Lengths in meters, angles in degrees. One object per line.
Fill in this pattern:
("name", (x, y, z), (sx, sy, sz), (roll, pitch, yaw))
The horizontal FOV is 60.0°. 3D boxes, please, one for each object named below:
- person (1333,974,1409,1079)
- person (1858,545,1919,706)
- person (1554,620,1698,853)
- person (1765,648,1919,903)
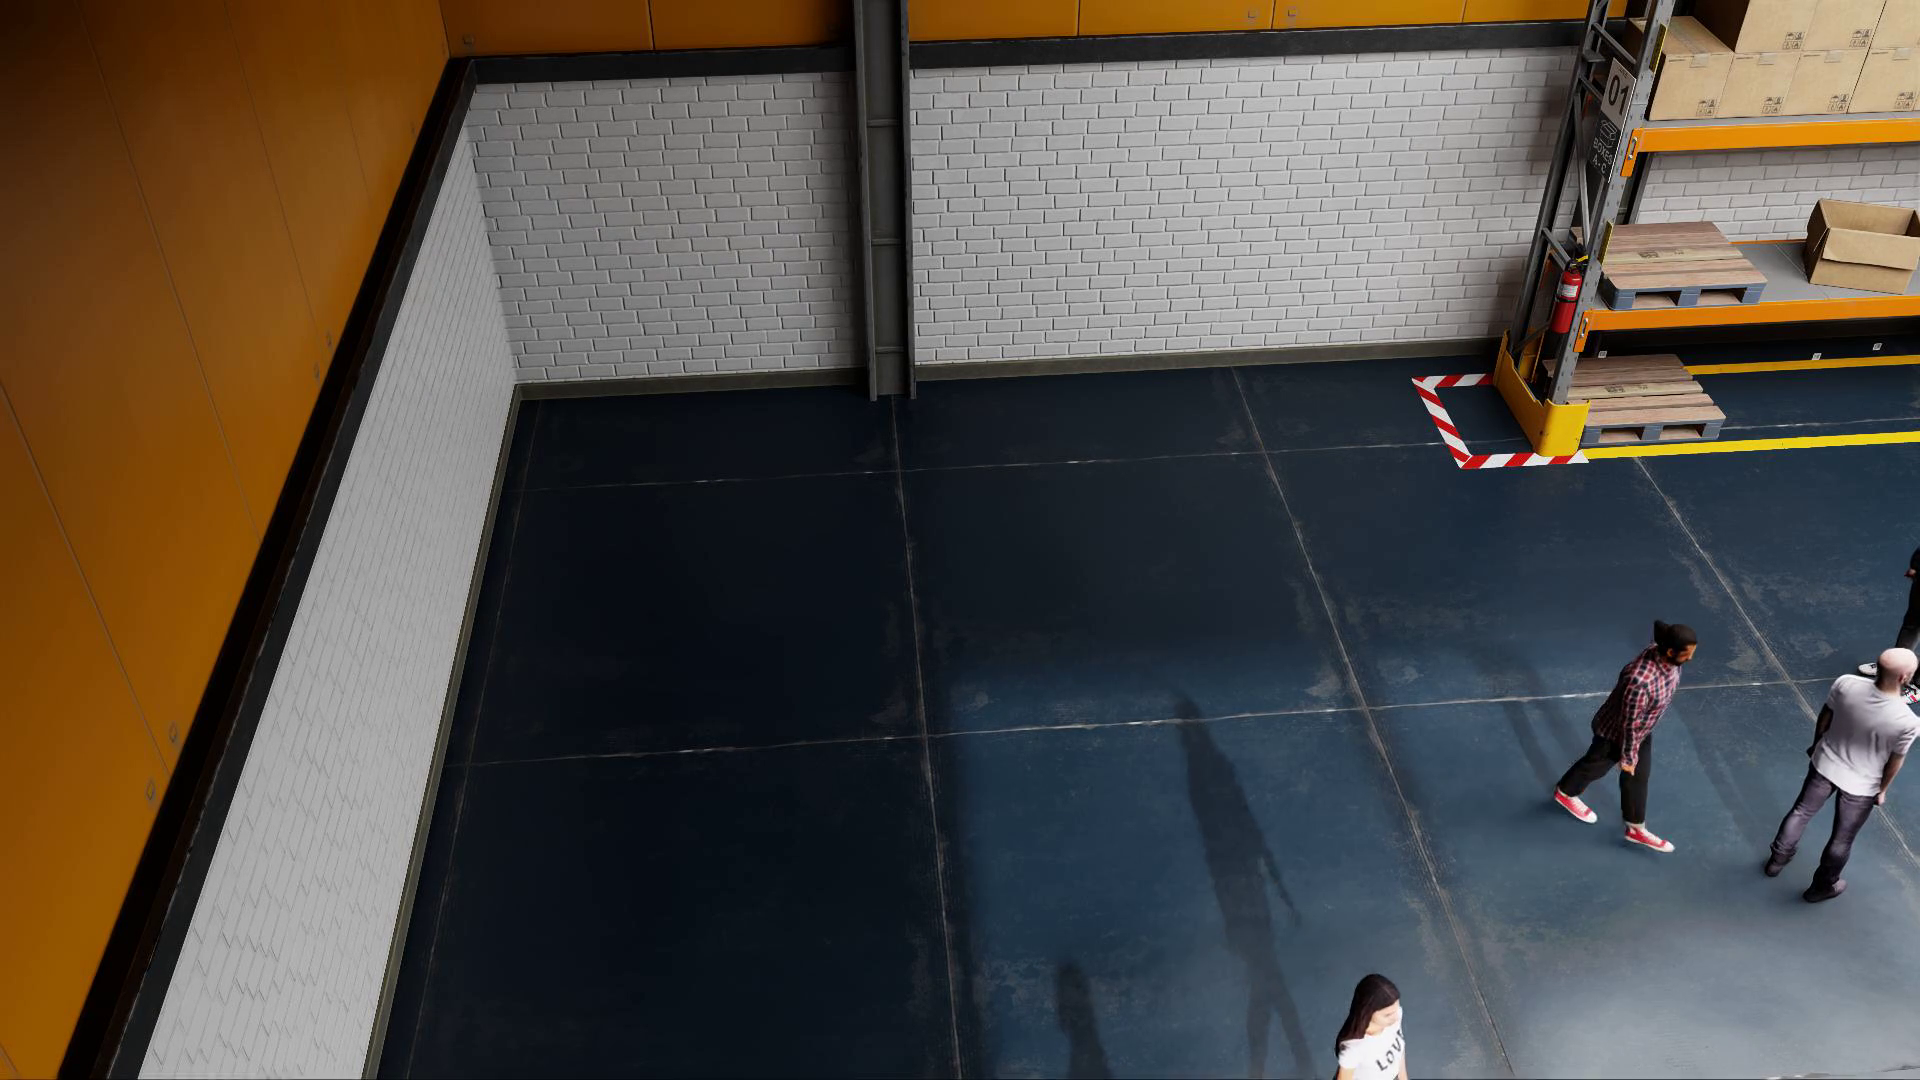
("person", (1.828, 2.633, 8.038), (1.183, 1.729, 1.073), (25, 45, 28))
("person", (6.451, 0.253, 10.842), (0.611, 1.949, 0.734), (-7, 39, -9))
("person", (3.922, 1.082, 9.982), (1.091, 1.727, 1.104), (-31, 48, -32))
("person", (5.099, 1.339, 9.576), (0.754, 1.833, 0.747), (-22, 44, -25))
